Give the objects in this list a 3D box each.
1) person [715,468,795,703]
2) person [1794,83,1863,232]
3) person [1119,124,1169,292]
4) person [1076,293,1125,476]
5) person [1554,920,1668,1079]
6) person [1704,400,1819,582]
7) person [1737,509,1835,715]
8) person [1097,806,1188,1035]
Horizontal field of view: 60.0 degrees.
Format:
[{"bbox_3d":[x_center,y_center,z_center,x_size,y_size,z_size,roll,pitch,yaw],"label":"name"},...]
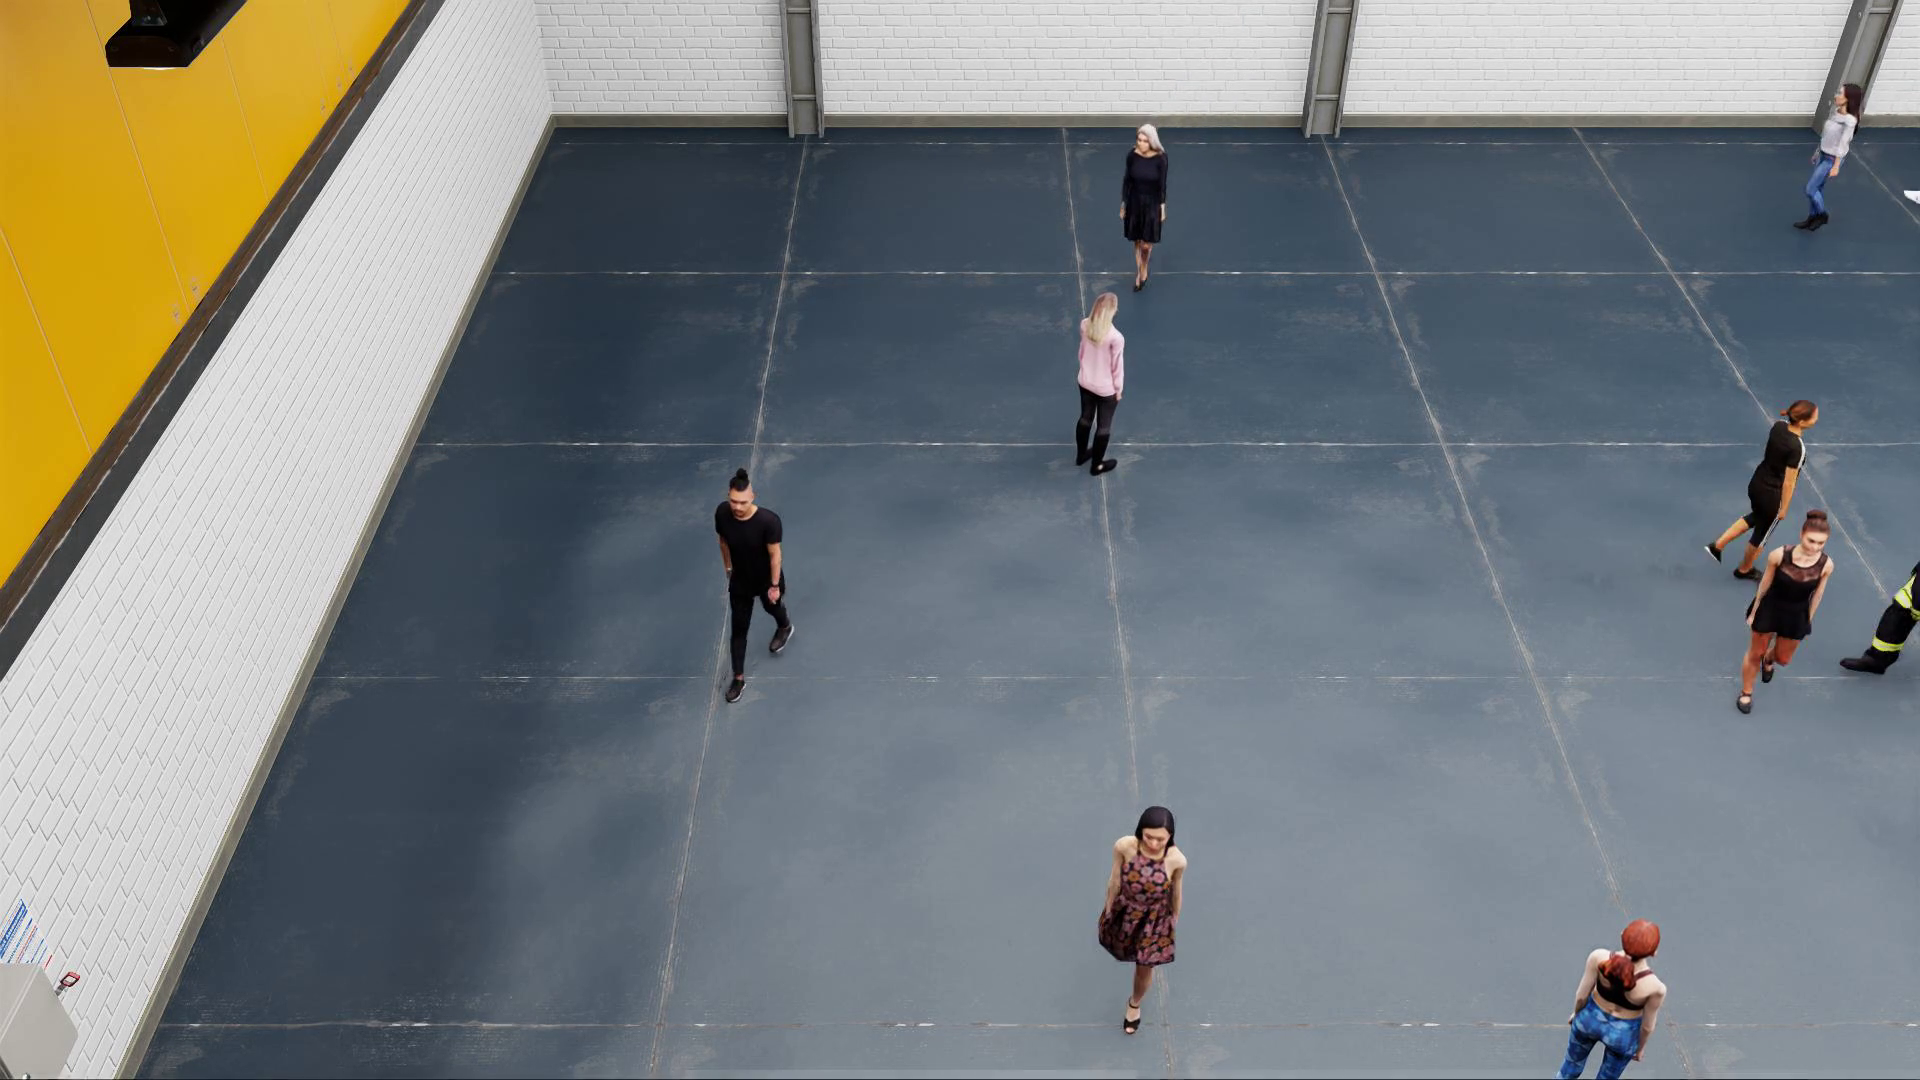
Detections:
[{"bbox_3d":[-1.414,0.192,11.764,1.171,1.824,0.953,12,40,15],"label":"person"},{"bbox_3d":[8.986,-3.881,17.031,0.637,1.617,0.661,5,39,7],"label":"person"},{"bbox_3d":[1.800,-3.230,16.124,0.699,1.731,0.789,13,40,16],"label":"person"},{"bbox_3d":[1.137,-1.290,13.730,0.744,1.686,0.688,-30,48,-32],"label":"person"},{"bbox_3d":[3.405,2.604,8.776,0.683,1.785,0.751,26,45,28],"label":"person"},{"bbox_3d":[6.062,-0.373,12.604,0.732,1.658,0.596,-1,39,-1],"label":"person"},{"bbox_3d":[5.704,0.451,11.565,0.757,1.667,0.778,14,41,17],"label":"person"},{"bbox_3d":[1.040,2.086,9.443,0.873,1.760,0.819,10,40,12],"label":"person"}]
